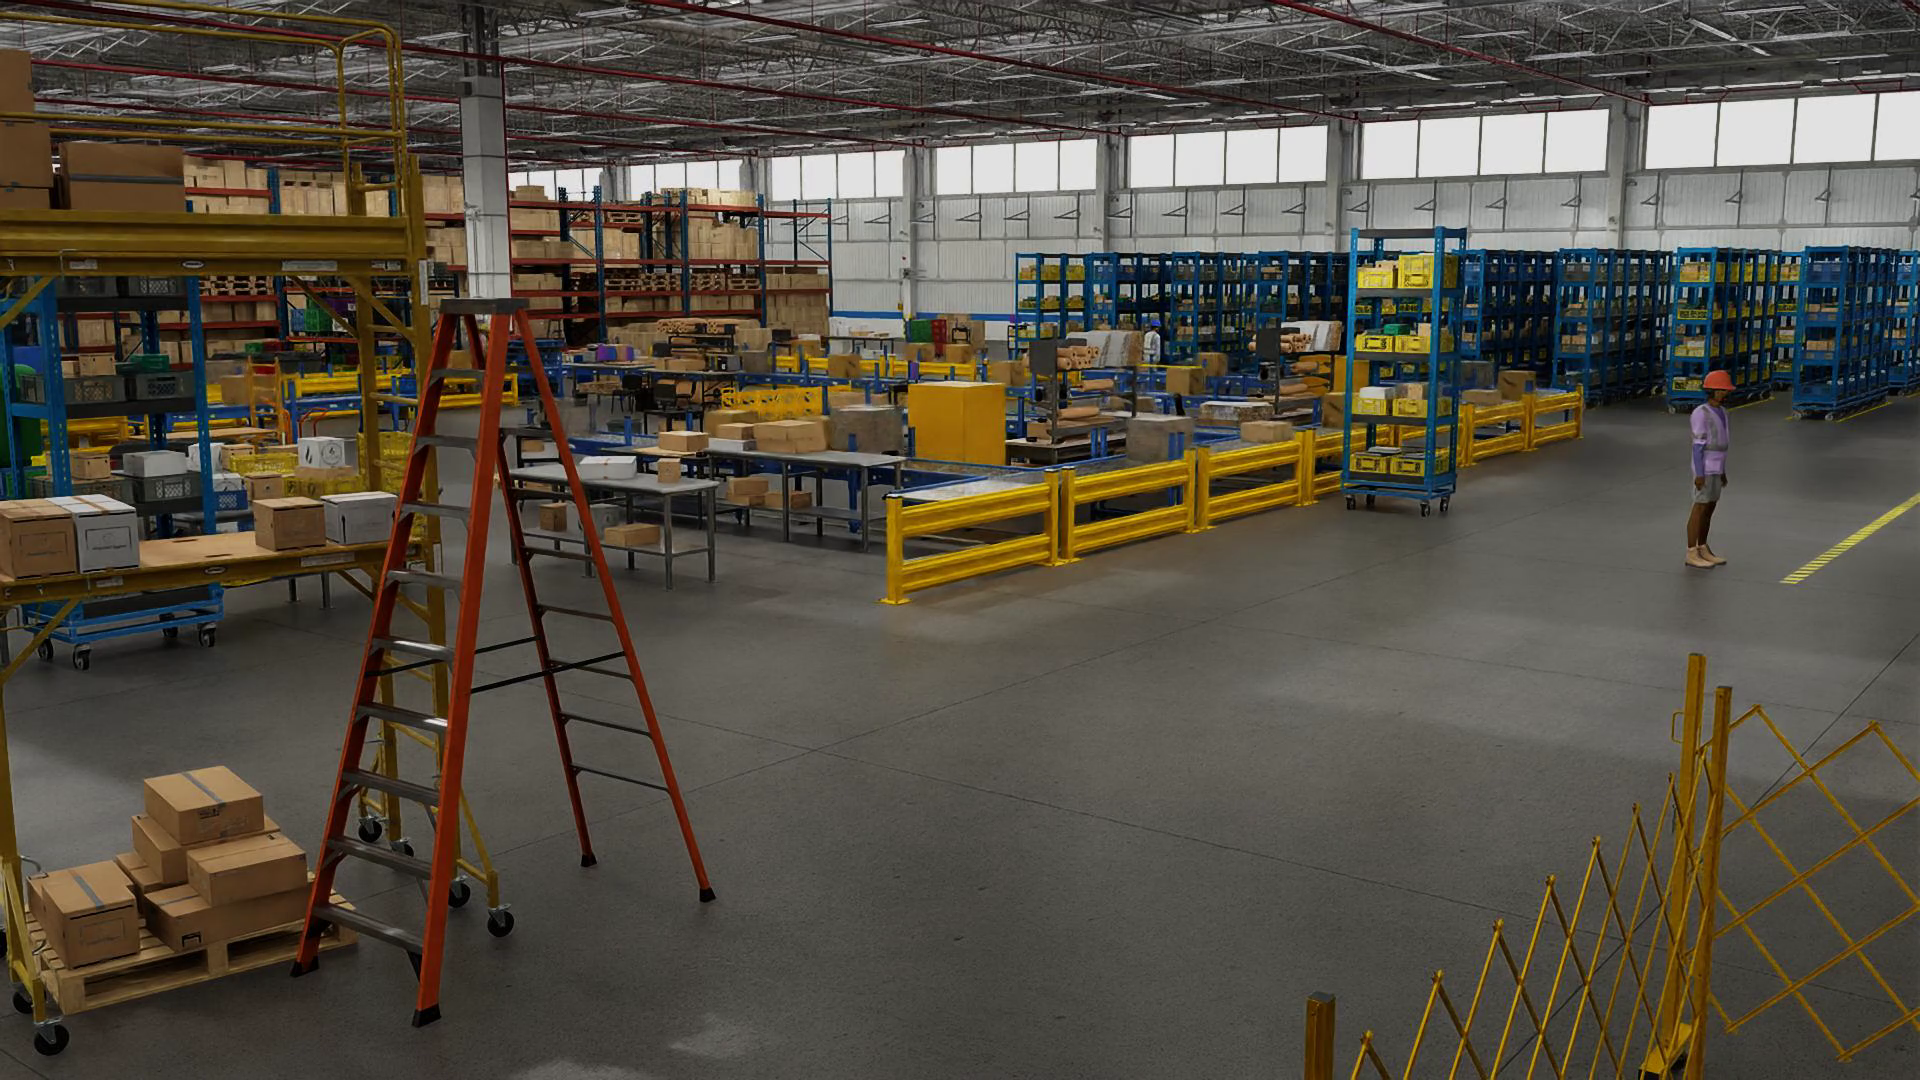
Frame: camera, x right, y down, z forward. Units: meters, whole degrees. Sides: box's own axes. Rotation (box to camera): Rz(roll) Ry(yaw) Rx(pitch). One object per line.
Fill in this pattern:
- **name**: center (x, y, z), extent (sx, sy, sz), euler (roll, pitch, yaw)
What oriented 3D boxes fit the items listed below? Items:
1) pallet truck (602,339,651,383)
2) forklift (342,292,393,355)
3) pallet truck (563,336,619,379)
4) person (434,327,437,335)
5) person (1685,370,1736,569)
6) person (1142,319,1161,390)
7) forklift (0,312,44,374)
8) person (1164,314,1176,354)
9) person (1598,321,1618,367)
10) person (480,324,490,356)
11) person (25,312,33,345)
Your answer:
- **pallet truck**: center (-8.991, -4.871, 45.351), extent (0.653, 1.274, 1.630), euler (7, 11, 37)
- **forklift**: center (-16.485, -5.622, 45.120), extent (1.129, 2.768, 1.873), euler (7, 11, 37)
- **pallet truck**: center (-10.690, -5.294, 48.215), extent (1.601, 1.201, 0.680), euler (-5, 10, -26)
- **person**: center (-16.002, -6.040, 51.449), extent (0.545, 1.674, 0.501), euler (6, 11, 33)
- **person**: center (7.761, -0.728, 17.181), extent (0.608, 2.044, 0.373), euler (-9, 12, -43)
- **person**: center (4.720, -4.425, 40.621), extent (0.436, 1.934, 0.628), euler (-4, 10, -26)
- **forklift**: center (-25.668, -5.582, 44.871), extent (1.873, 2.768, 1.129), euler (7, 11, 37)
- **person**: center (6.538, -6.126, 51.669), extent (0.914, 1.781, 0.617), euler (5, 11, 30)
- **person**: center (17.106, -4.850, 43.614), extent (0.600, 1.807, 0.881), euler (-9, 12, -43)
- **person**: center (-12.340, -4.726, 43.053), extent (0.517, 1.751, 0.527), euler (-2, 9, -14)
- **person**: center (-30.342, -6.604, 54.248), extent (0.524, 1.926, 0.634), euler (-7, 11, -37)
